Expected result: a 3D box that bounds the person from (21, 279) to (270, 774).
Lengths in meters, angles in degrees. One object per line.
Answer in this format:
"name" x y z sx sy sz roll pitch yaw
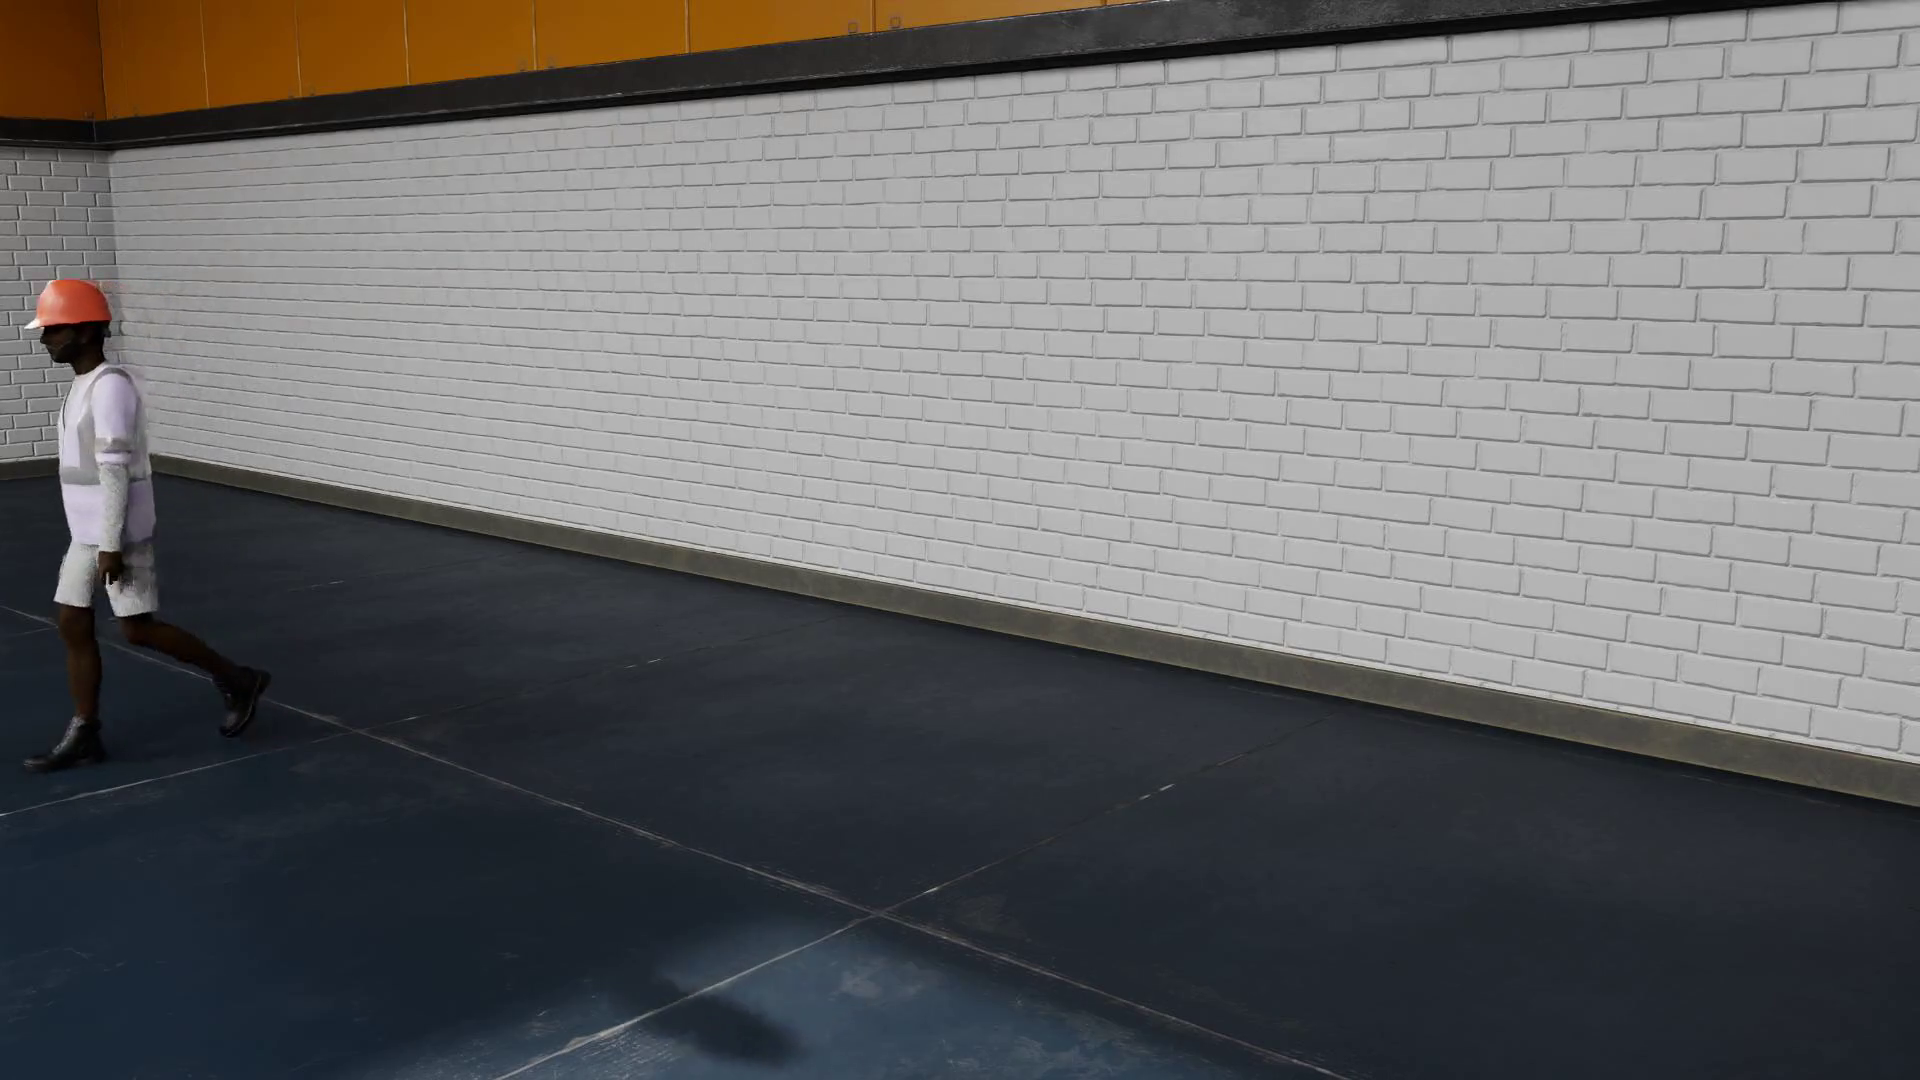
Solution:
"person" -3.247 -0.063 6.532 0.857 1.913 0.563 -9 14 -43
